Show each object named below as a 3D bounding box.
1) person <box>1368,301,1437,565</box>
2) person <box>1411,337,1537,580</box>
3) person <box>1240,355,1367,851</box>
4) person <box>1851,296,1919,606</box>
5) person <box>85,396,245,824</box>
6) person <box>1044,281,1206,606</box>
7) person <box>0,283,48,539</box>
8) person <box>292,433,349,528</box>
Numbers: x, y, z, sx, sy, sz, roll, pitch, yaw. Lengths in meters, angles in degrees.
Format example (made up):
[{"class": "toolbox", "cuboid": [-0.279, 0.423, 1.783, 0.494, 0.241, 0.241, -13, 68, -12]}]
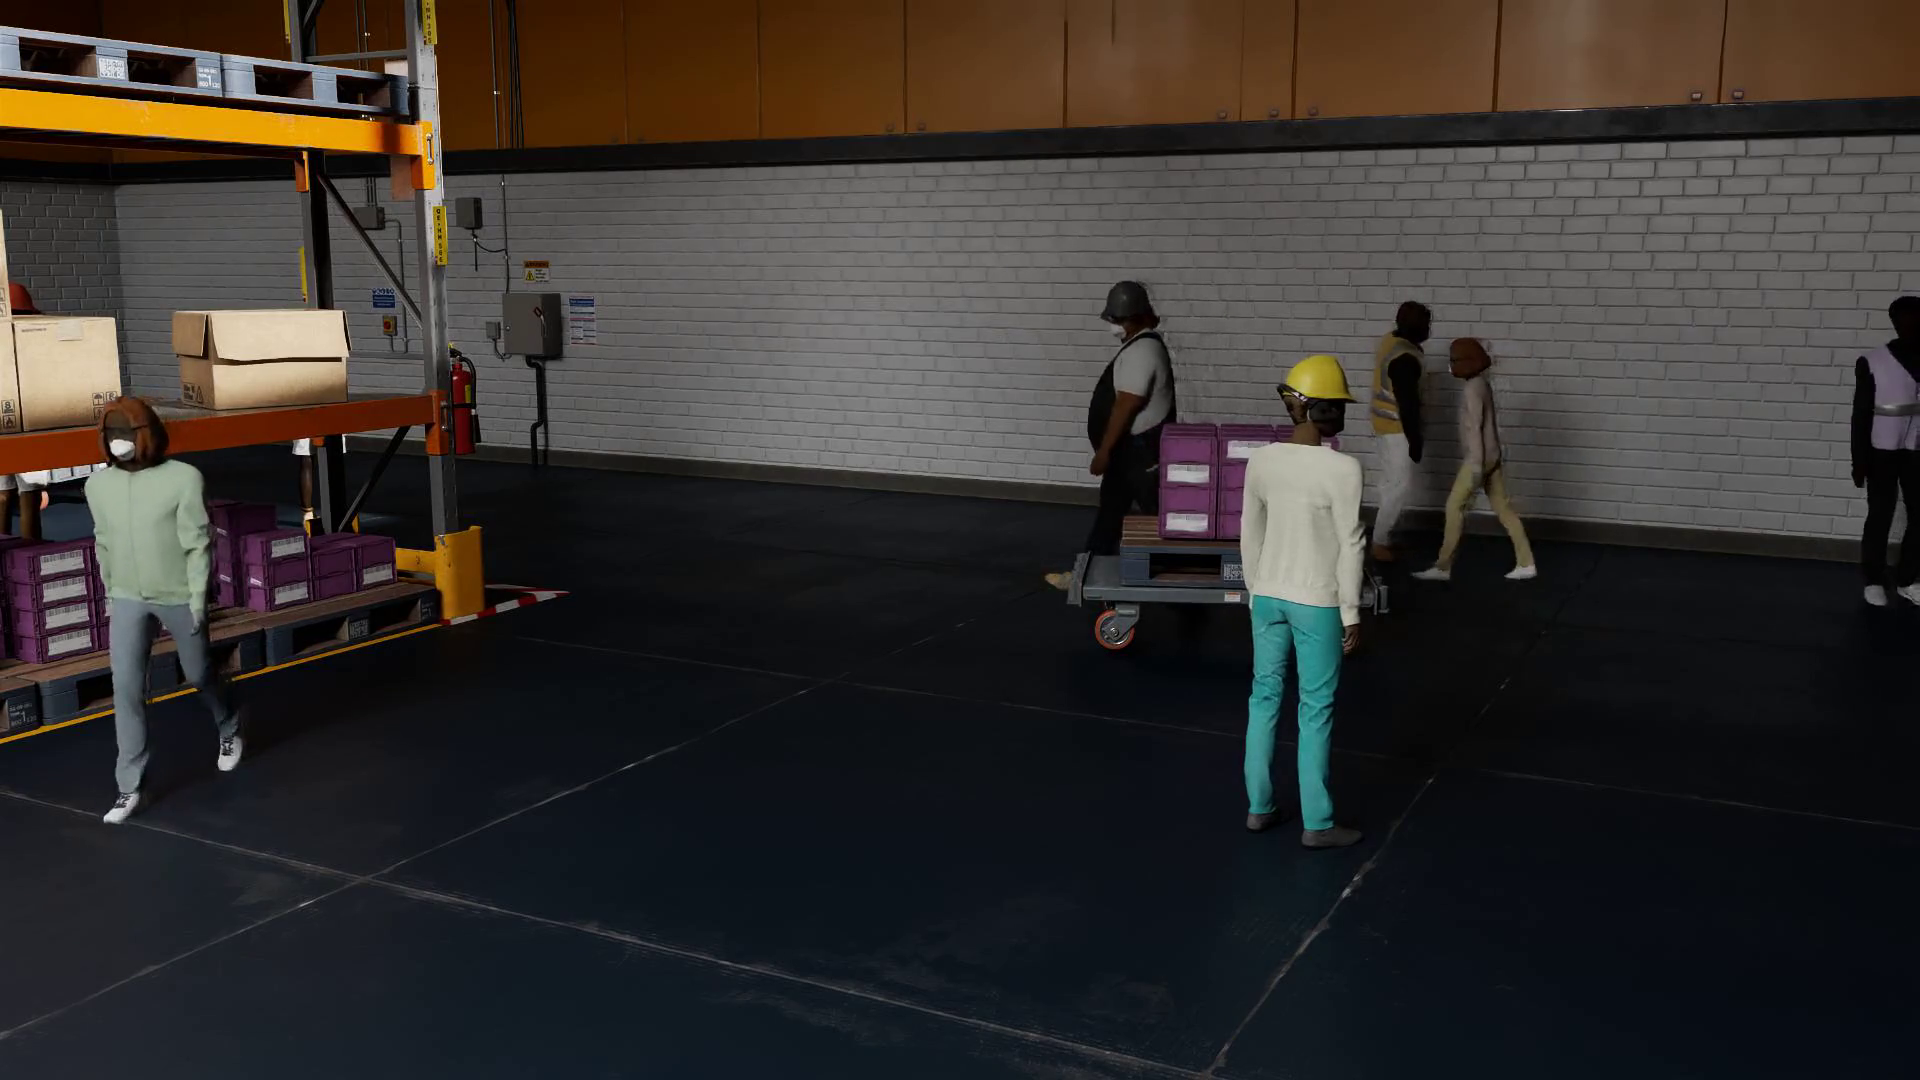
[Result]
[{"class": "person", "cuboid": [3.068, -0.744, 11.510, 0.432, 1.797, 0.719, 1, 10, 8]}, {"class": "person", "cuboid": [3.386, -0.504, 10.738, 0.774, 1.590, 0.518, 5, 11, 25]}, {"class": "person", "cuboid": [1.236, 0.223, 5.984, 0.329, 1.765, 0.526, -8, 13, -39]}, {"class": "person", "cuboid": [5.596, -0.519, 9.949, 0.614, 1.874, 0.494, 1, 10, 3]}, {"class": "person", "cuboid": [-3.113, 0.218, 6.503, 0.504, 1.592, 0.845, 0, 10, 0]}, {"class": "person", "cuboid": [1.059, -0.617, 10.048, 1.023, 2.000, 0.689, 1, 10, 5]}, {"class": "person", "cuboid": [-5.949, -0.644, 10.515, 0.546, 1.934, 0.376, 5, 11, 25]}, {"class": "person", "cuboid": [-4.957, -0.927, 12.850, 0.533, 1.692, 0.322, 2, 10, 13]}]
